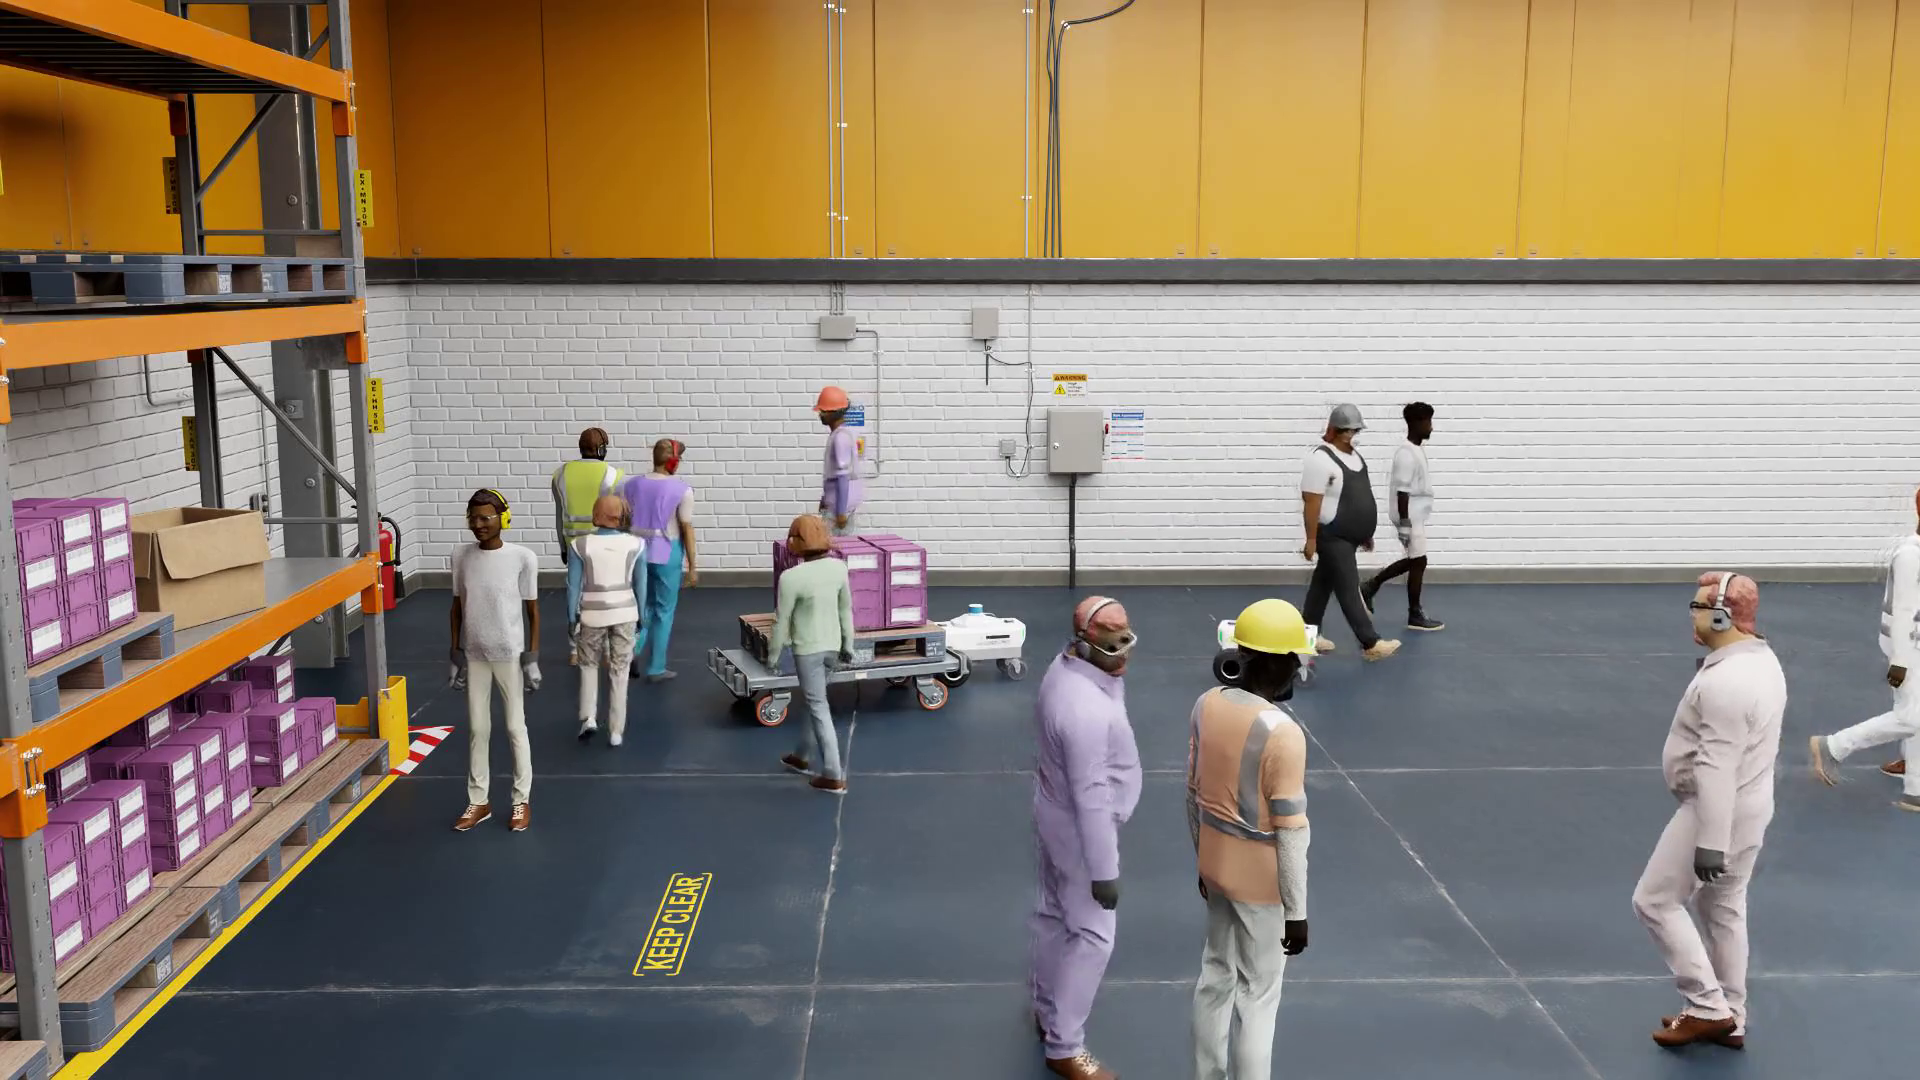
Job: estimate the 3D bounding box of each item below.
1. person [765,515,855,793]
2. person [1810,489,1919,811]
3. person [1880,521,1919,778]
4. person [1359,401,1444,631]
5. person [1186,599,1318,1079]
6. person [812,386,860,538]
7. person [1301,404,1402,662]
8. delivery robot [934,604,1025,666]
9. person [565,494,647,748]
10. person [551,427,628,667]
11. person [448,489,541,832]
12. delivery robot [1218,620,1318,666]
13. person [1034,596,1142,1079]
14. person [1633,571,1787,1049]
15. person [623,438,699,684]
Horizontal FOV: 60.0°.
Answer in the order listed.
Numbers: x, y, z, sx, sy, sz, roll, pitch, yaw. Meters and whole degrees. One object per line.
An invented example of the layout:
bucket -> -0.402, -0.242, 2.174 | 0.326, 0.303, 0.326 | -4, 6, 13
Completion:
person -> -0.932, 0.646, 9.758 | 0.739, 1.600, 0.528 | 8, 12, 41
person -> 5.258, 0.599, 9.293 | 0.674, 1.859, 0.578 | 9, 13, 43
person -> 5.821, 0.514, 9.853 | 0.602, 1.849, 0.478 | 0, 9, 0
person -> 3.731, -0.211, 14.011 | 0.705, 1.942, 0.622 | 4, 10, 21
person -> 1.017, 1.150, 5.731 | 0.385, 1.922, 0.594 | -4, 10, -25
person -> -1.128, -0.336, 14.558 | 0.580, 2.020, 0.702 | 0, 9, 1
person -> 3.050, -0.084, 12.942 | 0.984, 2.000, 0.702 | 7, 12, 38
delivery robot -> 0.117, 0.717, 12.285 | 0.707, 0.478, 0.477 | -3, 10, -16
person -> -2.241, 0.515, 10.569 | 0.520, 1.622, 0.408 | -3, 10, -16
person -> -2.780, 0.058, 12.711 | 0.623, 1.838, 0.427 | 2, 10, 13
person -> -2.519, 0.646, 8.982 | 0.517, 1.874, 0.328 | 1, 9, 5
delivery robot -> 2.261, 0.730, 12.203 | 0.707, 0.478, 0.477 | 3, 10, 15
person -> 0.473, 1.092, 6.309 | 0.394, 1.864, 0.841 | -1, 9, -5
person -> 2.888, 1.055, 6.422 | 0.449, 1.887, 0.670 | 7, 12, 38
person -> -2.198, 0.171, 12.070 | 0.580, 1.816, 0.474 | 4, 10, 24
